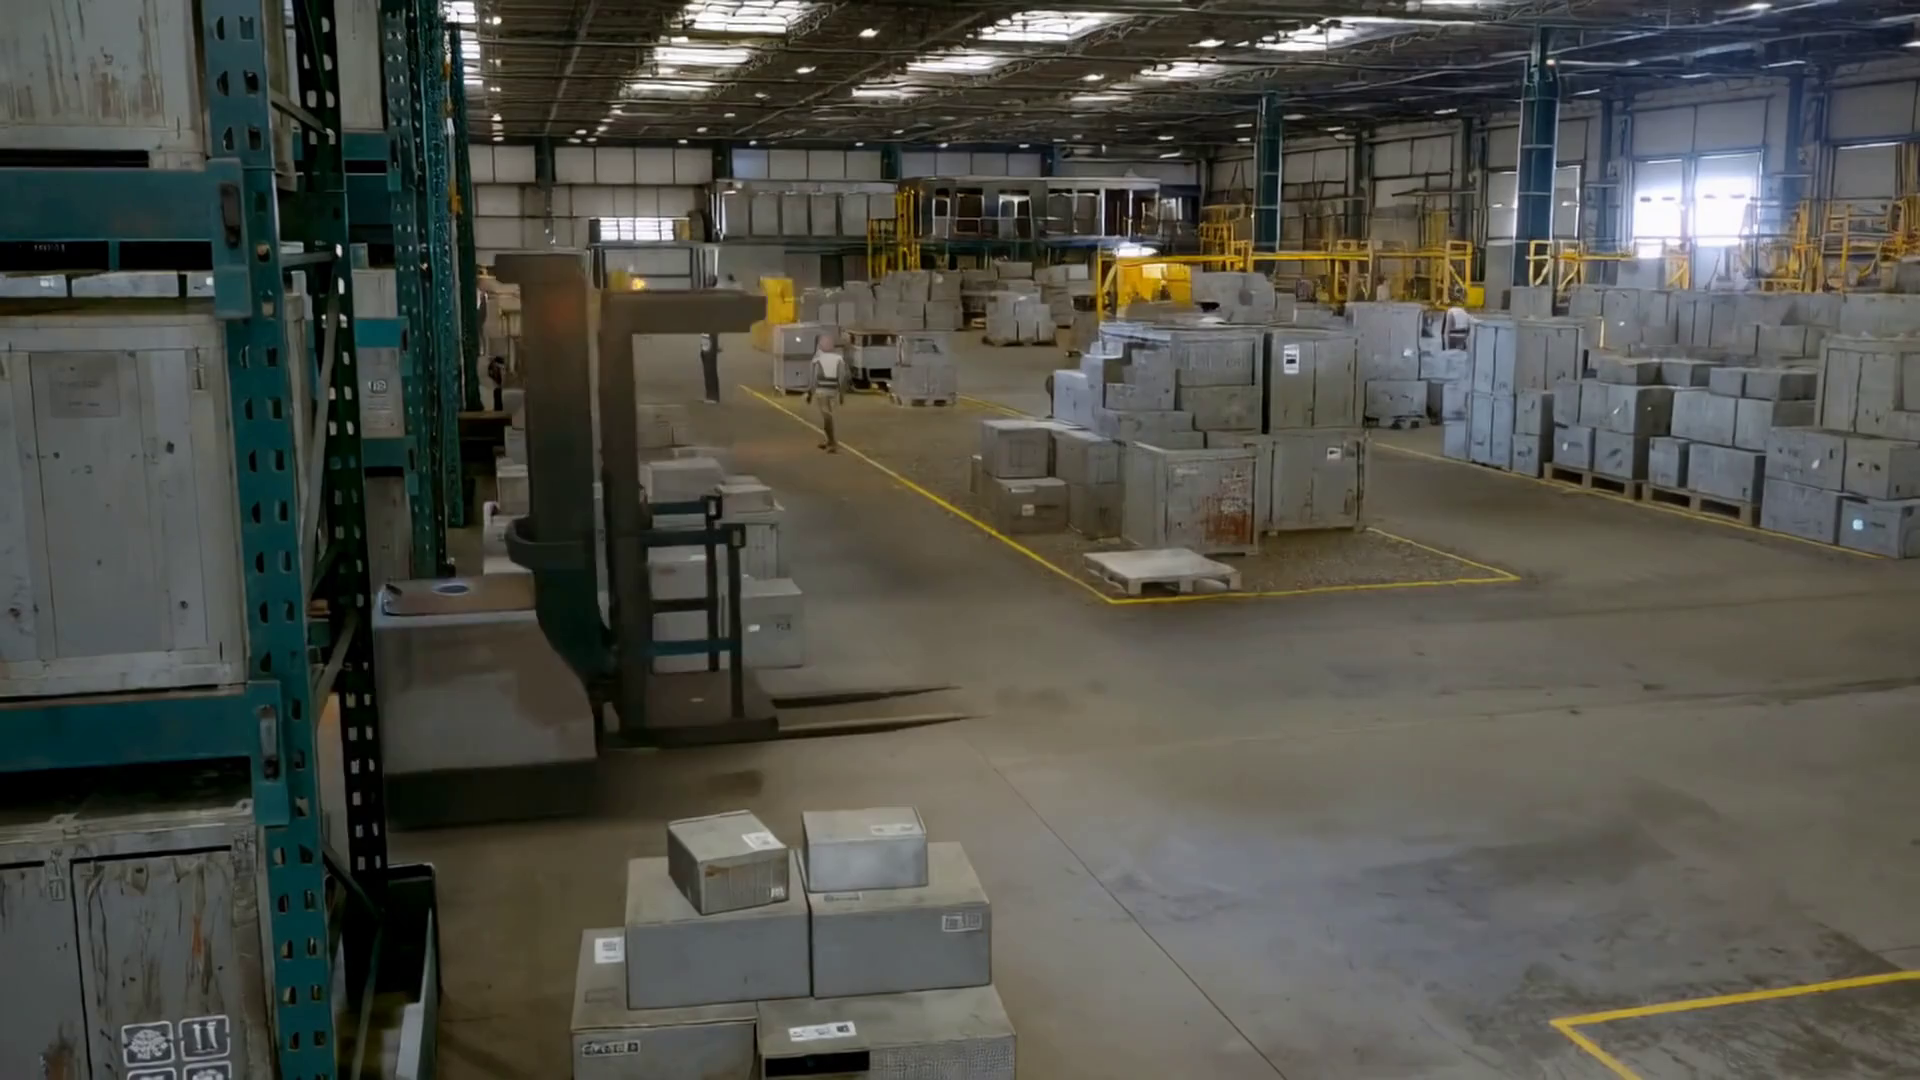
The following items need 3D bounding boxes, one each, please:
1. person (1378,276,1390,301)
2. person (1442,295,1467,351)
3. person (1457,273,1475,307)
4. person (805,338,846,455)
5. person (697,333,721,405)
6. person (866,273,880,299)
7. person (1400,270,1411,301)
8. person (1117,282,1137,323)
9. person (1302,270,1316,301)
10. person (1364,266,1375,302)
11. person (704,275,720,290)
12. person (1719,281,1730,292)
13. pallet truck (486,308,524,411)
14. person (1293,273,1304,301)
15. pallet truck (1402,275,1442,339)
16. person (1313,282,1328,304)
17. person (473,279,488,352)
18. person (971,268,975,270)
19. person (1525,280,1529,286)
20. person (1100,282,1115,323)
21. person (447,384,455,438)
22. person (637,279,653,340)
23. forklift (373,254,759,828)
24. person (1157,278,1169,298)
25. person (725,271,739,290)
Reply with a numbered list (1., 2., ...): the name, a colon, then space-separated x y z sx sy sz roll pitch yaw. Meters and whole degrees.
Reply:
1. person: 13.967 -7.791 55.075 0.973 1.904 0.643 7 12 35
2. person: 10.346 -4.185 34.756 0.583 1.860 0.475 -3 11 -19
3. person: 19.073 -9.133 62.649 0.621 1.897 0.807 2 10 9
4. person: -1.867 -2.002 23.136 0.527 1.590 0.855 -5 11 -27
5. person: -4.557 -3.414 30.245 0.391 1.913 0.588 -6 12 -32
6. person: -3.141 -8.696 60.139 0.597 1.916 0.371 -9 13 -40
7. person: 19.717 -11.036 73.652 0.430 1.831 0.637 7 12 34
8. person: 4.806 -6.516 48.008 0.571 1.836 0.473 2 10 10
9. person: 14.024 -9.804 66.458 0.972 1.899 0.622 6 12 31
10. person: 19.884 -12.369 80.761 0.650 1.976 0.437 -6 12 -31
11. person: -8.406 -7.974 56.103 0.552 1.898 0.920 2 10 13
12. person: 21.354 -6.268 46.439 0.550 1.902 0.971 -1 10 -6
13. pallet truck: -6.242 -2.418 24.362 0.823 1.965 1.885 1 10 3
14. person: 13.286 -9.590 65.420 0.429 1.844 0.625 1 10 5
15. pallet truck: 14.620 -7.324 52.145 0.823 1.965 1.885 8 13 40
16. person: 11.984 -7.730 55.321 0.534 1.692 0.321 7 12 33
17. person: -12.976 -6.012 44.592 0.540 2.000 0.686 2 10 13
18. person: 0.568 -11.713 77.388 0.806 1.861 0.595 -1 10 -7
19. person: 16.630 -6.677 48.746 0.596 1.906 0.789 7 12 36
20. person: 4.265 -6.589 48.424 0.506 1.843 0.350 2 10 9
21. person: -6.335 -1.582 20.075 0.429 1.840 0.636 7 12 35
22. person: -9.676 -7.059 51.005 0.519 1.873 0.328 -2 10 -14
23. forklift: -2.081 -0.074 8.592 1.873 2.768 1.129 -3 10 -15
24. person: 7.436 -8.718 60.884 0.488 1.697 0.915 5 11 27
25. person: -8.930 -9.616 65.429 0.572 1.884 0.973 -5 11 -27
